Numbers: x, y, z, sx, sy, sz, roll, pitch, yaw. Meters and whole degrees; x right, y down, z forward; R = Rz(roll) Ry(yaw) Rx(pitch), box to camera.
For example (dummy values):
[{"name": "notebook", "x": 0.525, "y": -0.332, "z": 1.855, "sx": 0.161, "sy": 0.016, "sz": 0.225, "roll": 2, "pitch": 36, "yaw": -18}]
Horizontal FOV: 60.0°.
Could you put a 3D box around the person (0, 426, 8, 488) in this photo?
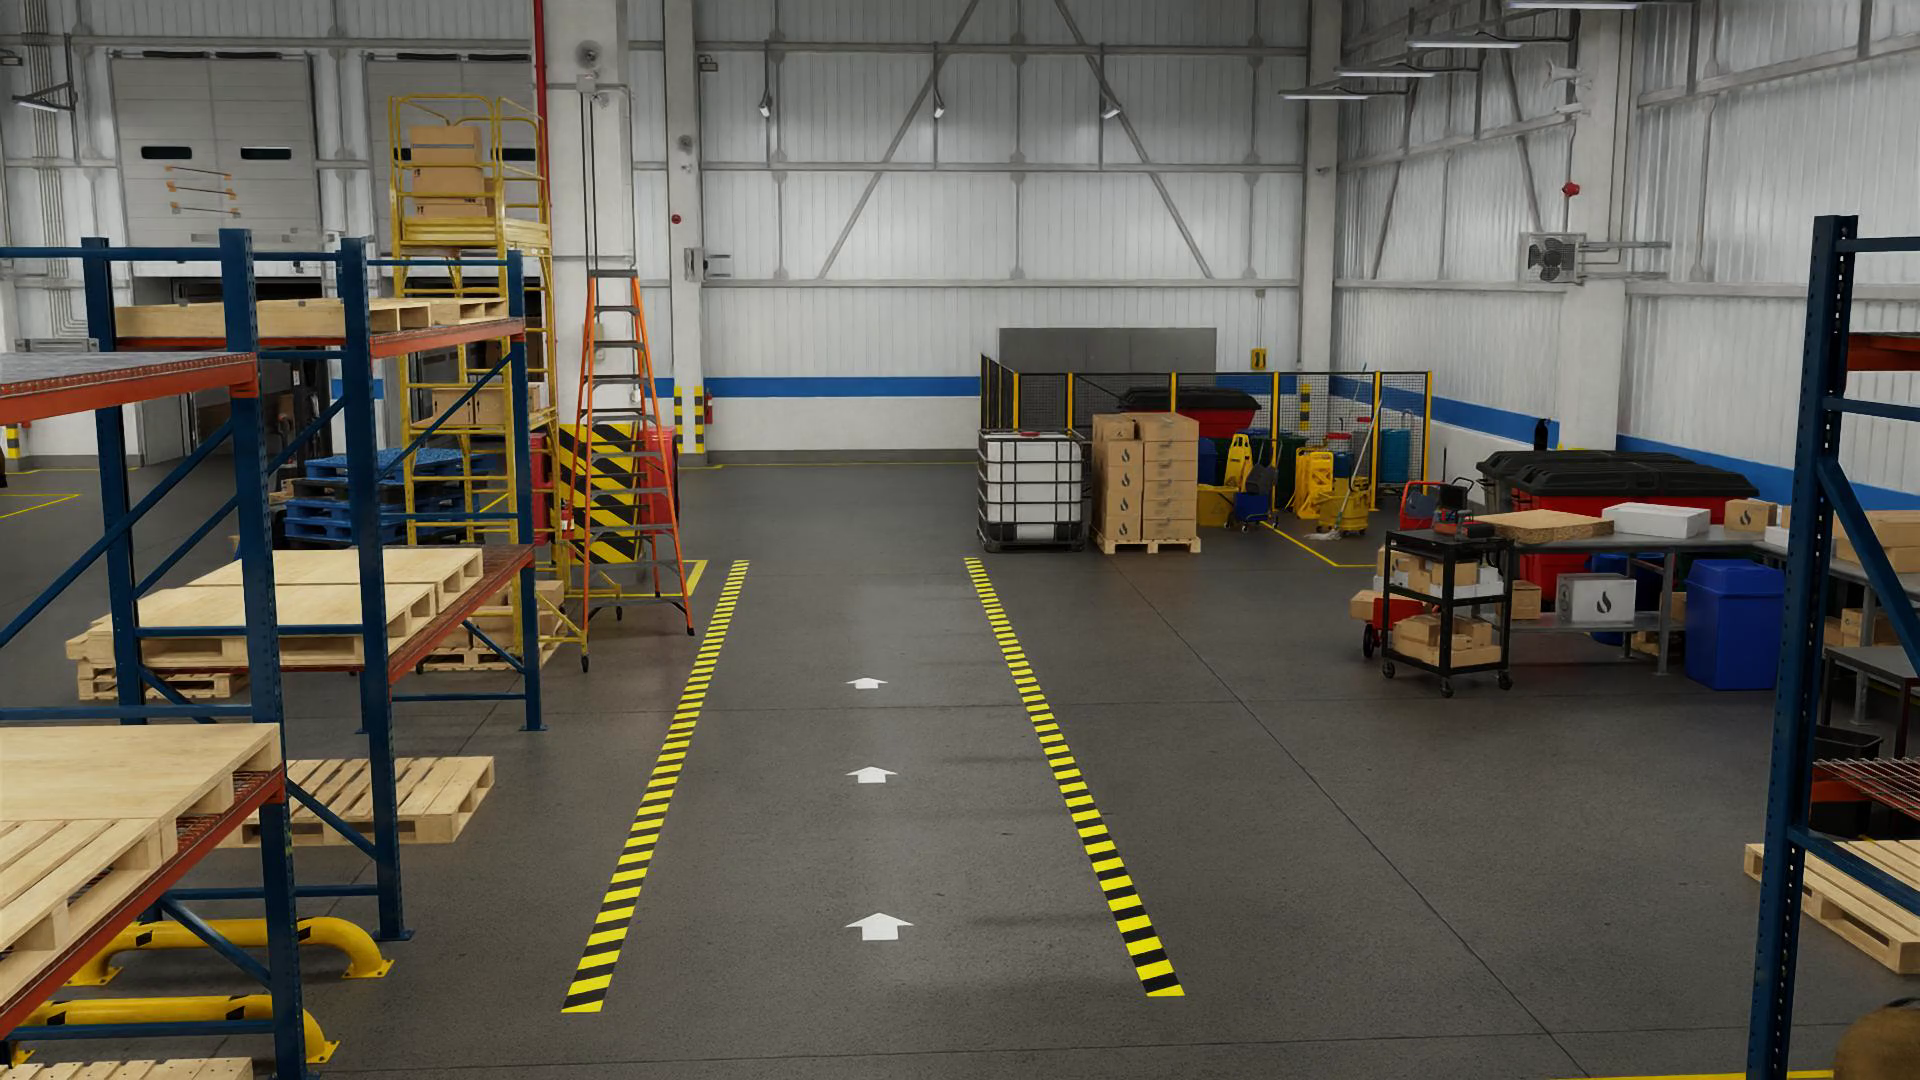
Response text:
[{"name": "person", "x": -13.173, "y": -1.656, "z": 22.511, "sx": 0.389, "sy": 1.930, "sz": 0.544, "roll": -8, "pitch": 12, "yaw": -41}]

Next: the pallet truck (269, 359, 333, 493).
[{"name": "pallet truck", "x": -7.062, "y": -1.131, "z": 18.996, "sx": 1.885, "sy": 1.965, "sz": 0.823, "roll": 2, "pitch": 9, "yaw": 13}]

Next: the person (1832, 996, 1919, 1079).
[{"name": "person", "x": 1.232, "y": 1.561, "z": 2.294, "sx": 0.372, "sy": 1.934, "sz": 0.627, "roll": -4, "pitch": 10, "yaw": -23}]
